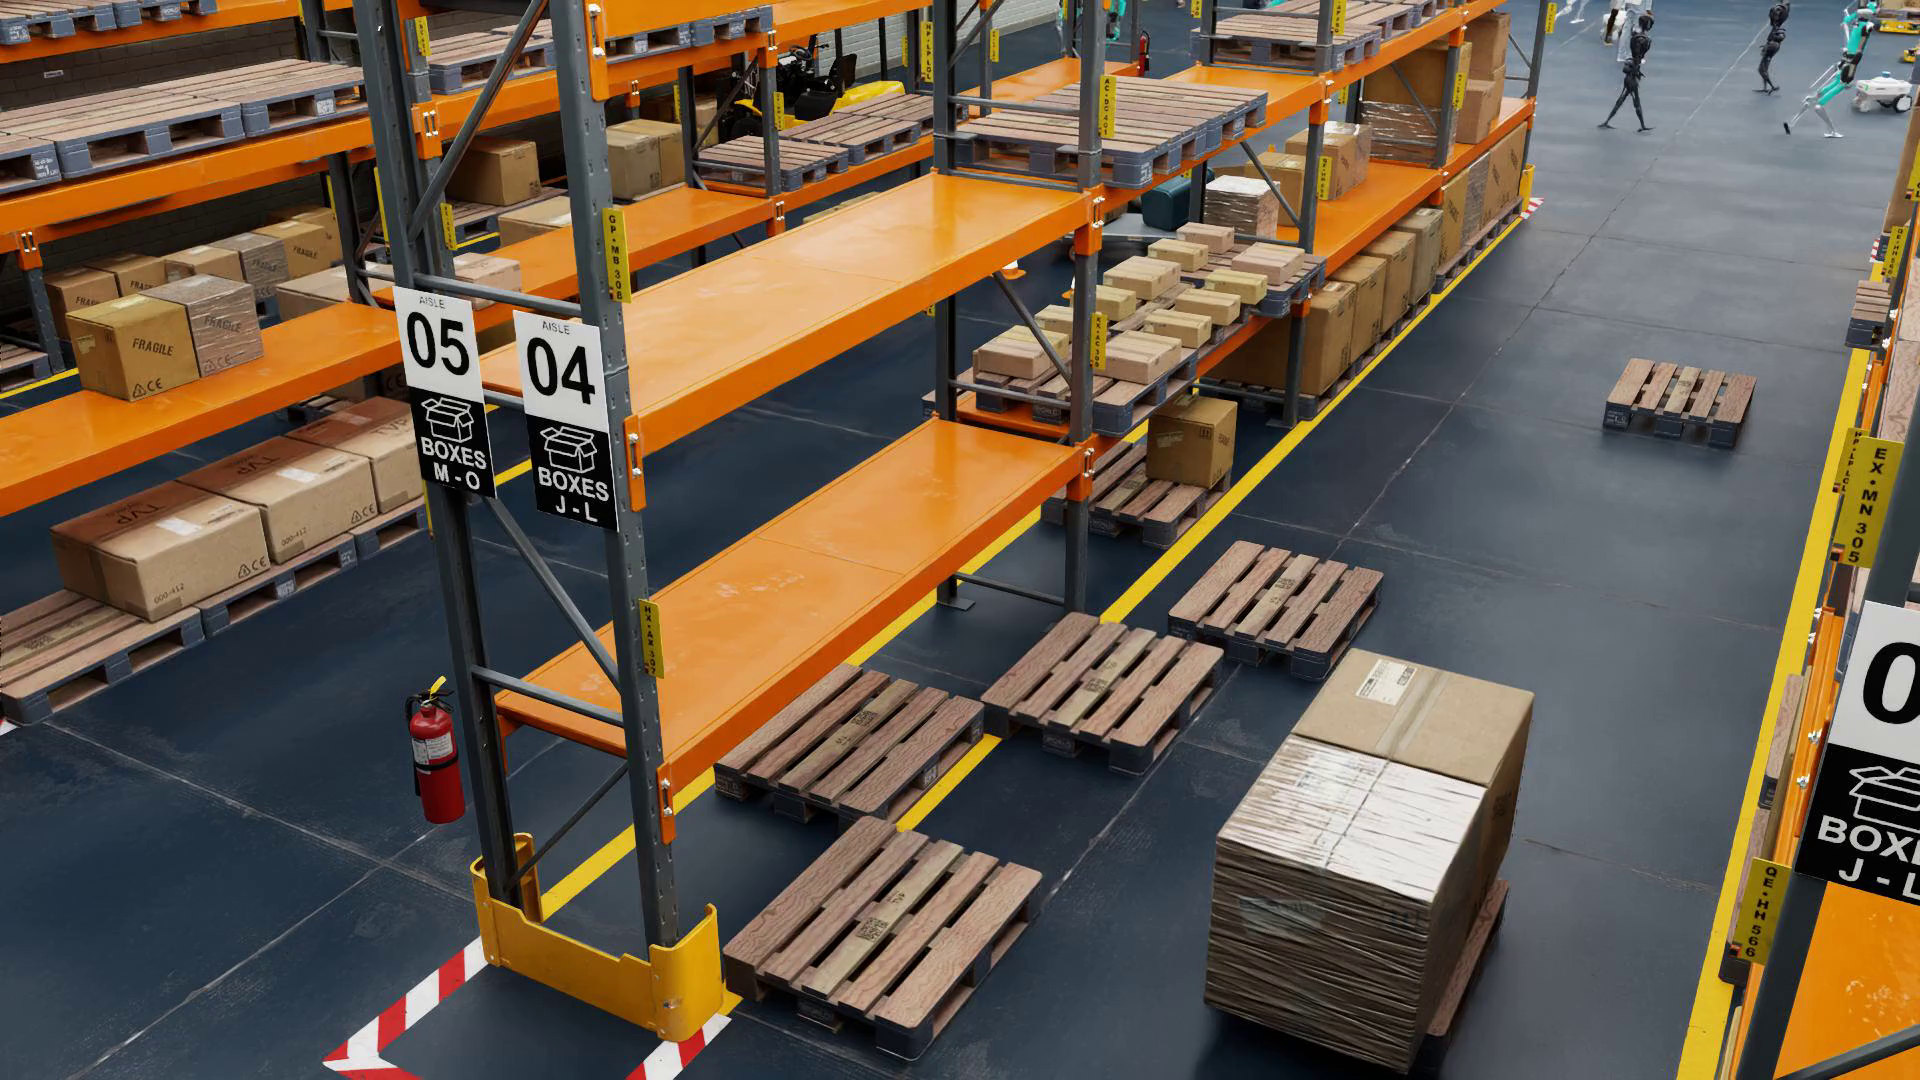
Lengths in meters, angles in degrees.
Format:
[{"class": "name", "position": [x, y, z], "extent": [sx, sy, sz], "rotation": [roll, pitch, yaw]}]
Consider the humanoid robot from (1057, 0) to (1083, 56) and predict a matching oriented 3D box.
[{"class": "humanoid robot", "position": [1.878, -9.377, 29.199], "extent": [0.547, 1.817, 0.847], "rotation": [13, 29, 25]}]

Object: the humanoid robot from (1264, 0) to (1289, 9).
[{"class": "humanoid robot", "position": [5.846, -10.140, 30.703], "extent": [0.780, 1.776, 0.537], "rotation": [6, 26, 12]}]

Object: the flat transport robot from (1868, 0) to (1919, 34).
[{"class": "flat transport robot", "position": [18.113, -9.931, 31.978], "extent": [0.659, 0.231, 1.431], "rotation": [15, 29, 28]}]

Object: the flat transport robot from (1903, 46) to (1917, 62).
[{"class": "flat transport robot", "position": [17.126, -8.357, 28.706], "extent": [1.431, 0.231, 0.659], "rotation": [11, 28, 21]}]

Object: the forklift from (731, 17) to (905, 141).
[{"class": "forklift", "position": [-1.819, -5.975, 21.543], "extent": [2.313, 2.155, 1.214], "rotation": [14, 29, 26]}]

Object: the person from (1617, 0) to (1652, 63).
[{"class": "person", "position": [11.601, -9.168, 28.491], "extent": [0.393, 1.920, 0.588], "rotation": [-11, 28, -21]}]

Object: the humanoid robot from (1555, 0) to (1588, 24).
[{"class": "humanoid robot", "position": [11.790, -10.724, 31.974], "extent": [1.014, 1.767, 0.576], "rotation": [-1, 26, -1]}]

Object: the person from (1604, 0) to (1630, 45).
[{"class": "person", "position": [12.034, -9.956, 30.110], "extent": [0.643, 1.937, 0.402], "rotation": [-5, 26, -10]}]

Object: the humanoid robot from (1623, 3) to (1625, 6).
[{"class": "humanoid robot", "position": [13.102, -10.857, 32.238], "extent": [0.557, 1.729, 1.057], "rotation": [-16, 30, -30]}]

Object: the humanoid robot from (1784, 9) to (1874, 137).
[{"class": "humanoid robot", "position": [12.015, -6.454, 23.098], "extent": [0.937, 1.793, 0.557], "rotation": [5, 26, 10]}]

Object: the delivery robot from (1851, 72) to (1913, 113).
[{"class": "delivery robot", "position": [13.880, -6.712, 24.972], "extent": [0.781, 0.605, 0.499], "rotation": [0, 26, 0]}]

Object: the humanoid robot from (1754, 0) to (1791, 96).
[{"class": "humanoid robot", "position": [12.678, -7.761, 25.850], "extent": [0.407, 1.644, 0.600], "rotation": [14, 29, 26]}]

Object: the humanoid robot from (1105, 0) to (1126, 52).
[{"class": "humanoid robot", "position": [2.304, -8.080, 26.462], "extent": [0.681, 1.817, 0.534], "rotation": [7, 27, 14]}]

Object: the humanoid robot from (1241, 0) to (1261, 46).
[{"class": "humanoid robot", "position": [4.656, -8.280, 26.985], "extent": [0.739, 1.654, 0.612], "rotation": [-10, 27, -19]}]

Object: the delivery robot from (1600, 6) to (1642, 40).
[{"class": "delivery robot", "position": [12.372, -9.681, 31.129], "extent": [0.797, 0.595, 0.499], "rotation": [-16, 30, -29]}]

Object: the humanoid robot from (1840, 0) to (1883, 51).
[{"class": "humanoid robot", "position": [15.781, -9.346, 29.119], "extent": [0.531, 1.807, 0.784], "rotation": [-12, 28, -24]}]

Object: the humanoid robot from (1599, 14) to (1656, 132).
[{"class": "humanoid robot", "position": [9.553, -6.594, 23.482], "extent": [0.779, 1.623, 0.623], "rotation": [11, 28, 22]}]

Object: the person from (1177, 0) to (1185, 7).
[{"class": "person", "position": [4.707, -12.098, 34.578], "extent": [0.660, 1.914, 0.774], "rotation": [13, 29, 26]}]
